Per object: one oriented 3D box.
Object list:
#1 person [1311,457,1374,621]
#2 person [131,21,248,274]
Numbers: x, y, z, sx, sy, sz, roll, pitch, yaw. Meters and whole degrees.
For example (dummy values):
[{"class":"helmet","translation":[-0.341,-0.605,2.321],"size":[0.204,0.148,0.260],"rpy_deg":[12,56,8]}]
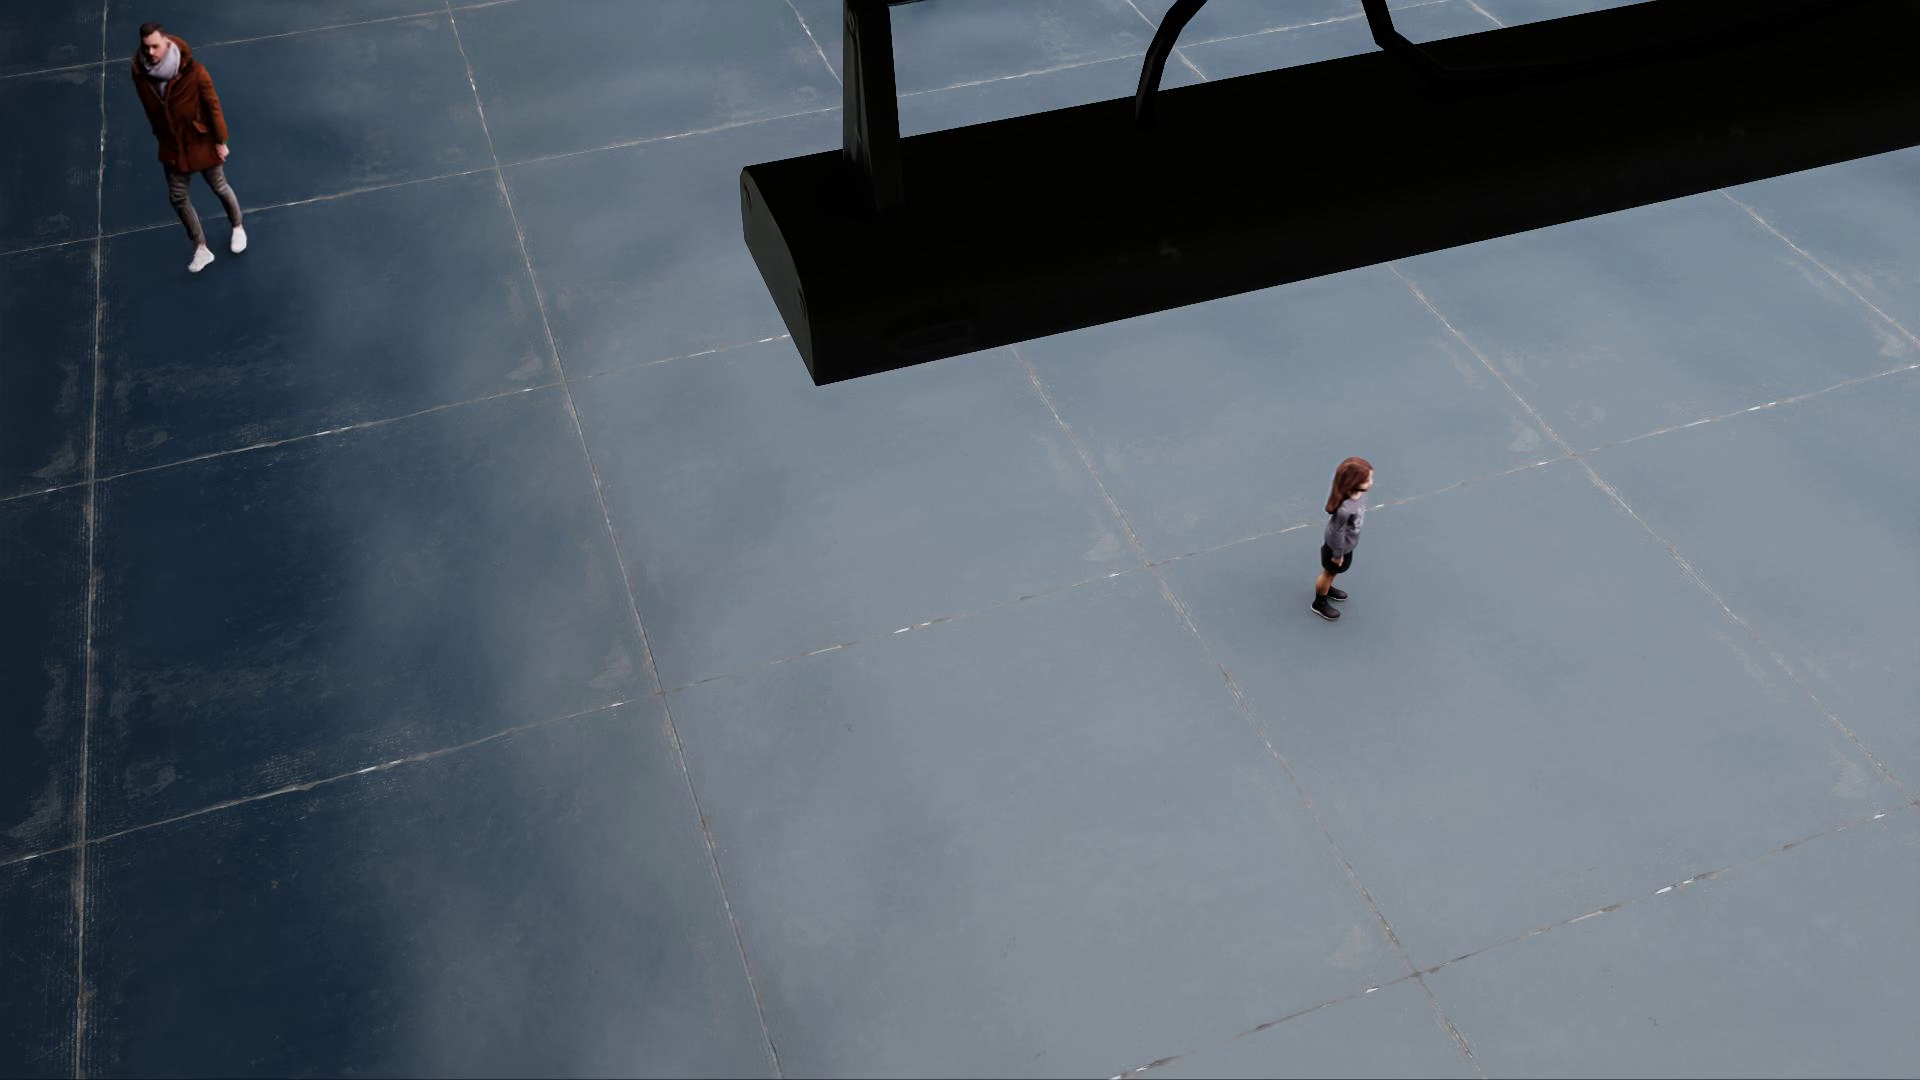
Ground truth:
[{"class":"person","translation":[2.156,-0.038,9.382],"size":[0.588,1.105,0.530],"rpy_deg":[18,46,18]},{"class":"person","translation":[-5.484,-2.876,11.900],"size":[0.849,1.817,0.938],"rpy_deg":[-2,43,-2]}]
